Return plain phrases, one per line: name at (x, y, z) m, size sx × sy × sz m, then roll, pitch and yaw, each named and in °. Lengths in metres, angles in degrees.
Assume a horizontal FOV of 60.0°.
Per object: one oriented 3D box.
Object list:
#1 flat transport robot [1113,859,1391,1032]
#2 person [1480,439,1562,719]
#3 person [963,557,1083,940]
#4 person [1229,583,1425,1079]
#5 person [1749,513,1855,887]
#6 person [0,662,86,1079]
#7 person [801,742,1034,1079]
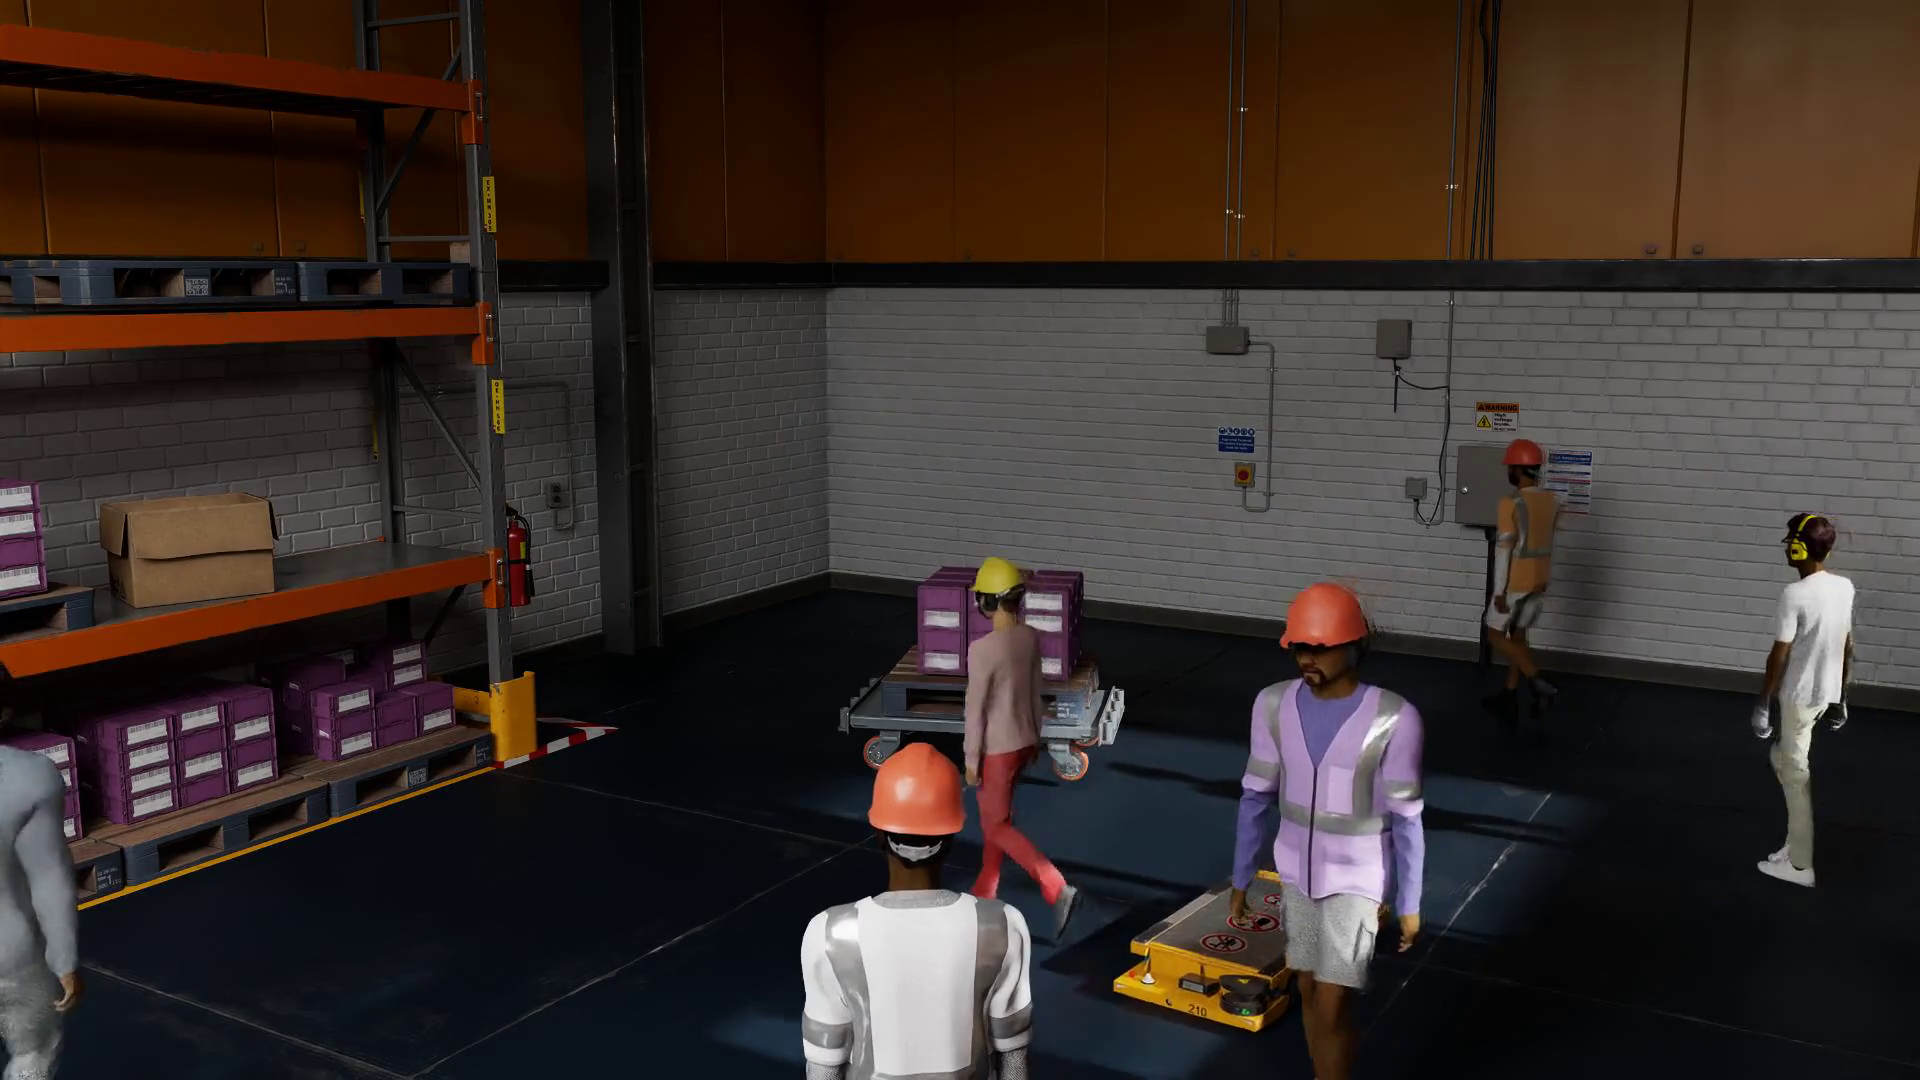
flat transport robot at (1.313, 1.736, 7.289) m, size 0.652 × 0.197 × 1.431 m, roll 6°, pitch 11°, yaw 35°
person at (3.829, 0.276, 11.262) m, size 0.565 × 1.921 × 0.673 m, roll -5°, pitch 11°, yaw -31°
person at (0.257, 0.950, 7.643) m, size 0.755 × 1.742 × 0.528 m, roll 7°, pitch 11°, yaw 36°
person at (1.171, 1.147, 5.533) m, size 0.634 × 2.017 × 0.716 m, roll 8°, pitch 12°, yaw 41°
person at (4.137, 0.786, 8.279) m, size 0.552 × 1.857 × 0.493 m, roll -5°, pitch 10°, yaw -29°
person at (-2.994, 1.280, 5.048) m, size 0.687 × 1.910 × 0.453 m, roll -1°, pitch 9°, yaw -8°
person at (-0.102, 1.436, 3.981) m, size 0.545 × 1.938 × 0.361 m, roll -1°, pitch 9°, yaw -7°
